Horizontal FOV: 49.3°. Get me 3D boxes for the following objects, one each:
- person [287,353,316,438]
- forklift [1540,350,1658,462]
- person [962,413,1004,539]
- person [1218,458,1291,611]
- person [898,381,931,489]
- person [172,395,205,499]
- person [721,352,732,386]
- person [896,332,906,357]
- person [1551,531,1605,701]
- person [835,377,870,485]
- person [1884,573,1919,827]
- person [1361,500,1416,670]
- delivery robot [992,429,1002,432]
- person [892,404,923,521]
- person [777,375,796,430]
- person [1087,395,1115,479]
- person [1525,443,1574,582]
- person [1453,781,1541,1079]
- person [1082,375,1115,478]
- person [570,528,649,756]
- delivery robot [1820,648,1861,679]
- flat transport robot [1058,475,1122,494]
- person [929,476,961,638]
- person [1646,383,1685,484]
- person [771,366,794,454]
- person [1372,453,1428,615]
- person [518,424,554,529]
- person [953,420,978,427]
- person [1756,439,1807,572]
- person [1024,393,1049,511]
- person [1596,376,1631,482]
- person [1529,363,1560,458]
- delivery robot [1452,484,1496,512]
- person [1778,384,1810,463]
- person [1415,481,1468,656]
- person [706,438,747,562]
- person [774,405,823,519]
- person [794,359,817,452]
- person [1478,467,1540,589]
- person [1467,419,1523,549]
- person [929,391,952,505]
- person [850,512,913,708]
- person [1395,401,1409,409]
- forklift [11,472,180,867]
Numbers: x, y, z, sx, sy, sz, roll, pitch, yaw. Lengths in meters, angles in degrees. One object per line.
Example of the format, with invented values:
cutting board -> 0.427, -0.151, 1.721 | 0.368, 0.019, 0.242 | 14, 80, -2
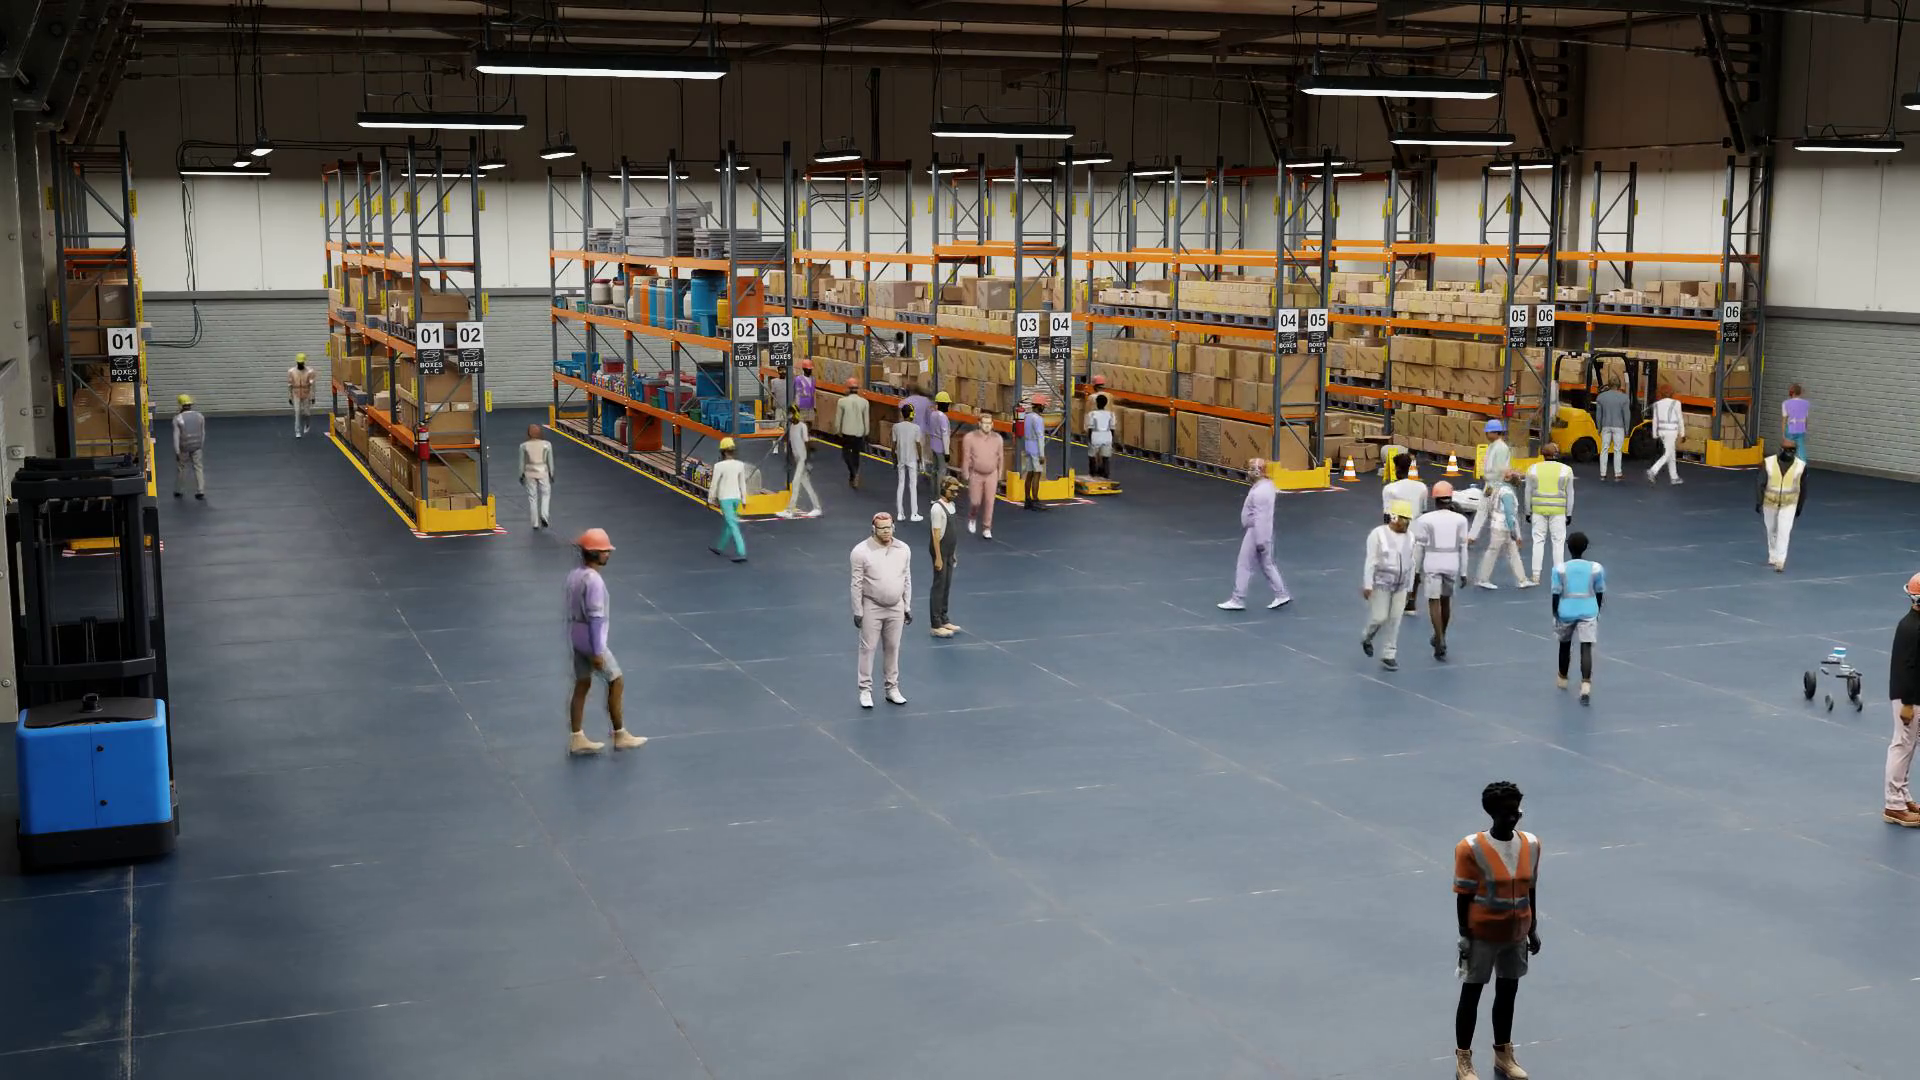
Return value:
person -> -14.632, -3.238, 46.592 | 0.587, 1.901, 0.709 | -2, 9, -12
forklift -> 12.897, -2.725, 42.309 | 2.313, 2.155, 1.214 | -3, 9, -21
person -> 0.346, -0.970, 31.466 | 0.666, 1.889, 0.461 | -2, 9, -11
person -> 3.635, -0.075, 25.560 | 0.842, 1.876, 0.643 | 3, 9, 21
person -> -0.817, -1.883, 37.439 | 0.664, 1.924, 0.429 | -4, 10, -27
person -> -13.272, -1.604, 36.021 | 0.600, 1.819, 0.634 | -7, 11, -41
person -> -5.995, -4.267, 53.720 | 0.678, 1.810, 0.598 | 1, 9, 5
person -> -1.605, -4.613, 55.839 | 1.007, 1.870, 0.590 | -6, 10, -33
person -> 6.139, 0.743, 20.833 | 0.525, 1.656, 0.890 | 2, 9, 12
person -> -1.918, -1.947, 37.725 | 0.606, 1.971, 0.854 | -3, 9, -19
person -> 7.519, 1.227, 16.475 | 0.395, 1.994, 0.612 | 6, 10, 34
person -> 4.536, 0.457, 22.234 | 0.617, 1.807, 0.545 | -3, 9, -18
delivery robot -> 0.814, -2.614, 46.694 | 0.477, 0.478, 0.707 | -2, 9, -16
person -> -0.837, -1.234, 33.317 | 0.528, 1.865, 0.313 | 3, 9, 20
person -> -3.875, -3.123, 46.728 | 0.498, 1.618, 0.341 | -3, 9, -22
person -> 2.497, -1.772, 37.533 | 0.547, 1.661, 0.755 | -2, 9, -16
person -> 7.755, -0.359, 27.577 | 0.624, 1.841, 0.430 | 4, 9, 23
person -> 2.923, 2.137, 11.400 | 0.533, 1.697, 0.319 | -3, 9, -19
person -> 2.549, -2.125, 39.112 | 0.566, 1.904, 0.829 | -4, 10, -27
person -> -3.127, 0.897, 18.588 | 0.824, 2.018, 0.637 | -4, 10, -27
delivery robot -> 8.636, 1.175, 20.571 | 0.335, 0.223, 0.698 | 2, 9, 10
flat transport robot -> 2.286, -0.988, 37.109 | 0.652, 0.197, 1.431 | -3, 9, -20
person -> -0.171, 0.175, 24.016 | 0.349, 1.837, 0.506 | 3, 9, 21
person -> 12.769, -1.916, 37.950 | 0.859, 1.844, 0.600 | -4, 10, -26
person -> -3.646, -2.709, 43.132 | 0.517, 1.873, 0.334 | -3, 9, -17
person -> 5.357, -0.095, 25.477 | 0.617, 1.929, 0.868 | -2, 9, -12
person -> -6.557, -0.981, 32.379 | 0.547, 1.625, 0.360 | -2, 9, -11
person -> 0.192, -3.568, 48.983 | 0.613, 1.830, 1.004 | -6, 10, -34
person -> 11.266, -0.507, 28.740 | 0.627, 1.792, 0.999 | 4, 9, 24
person -> 1.271, -1.463, 34.610 | 0.377, 1.932, 0.552 | -4, 9, -24
person -> 12.008, -2.049, 38.511 | 0.631, 1.940, 0.372 | 6, 10, 34
person -> 11.386, -2.462, 41.048 | 0.635, 1.999, 0.900 | -5, 10, -29
delivery robot -> 8.239, -0.654, 33.631 | 0.477, 0.478, 0.707 | -8, 12, -43
person -> 15.203, -1.955, 38.340 | 0.582, 1.799, 0.904 | -2, 9, -11
person -> 5.296, 0.307, 22.948 | 0.543, 1.906, 0.894 | 0, 9, -3
person -> -3.272, -0.570, 29.391 | 0.922, 1.717, 0.530 | 7, 11, 39
person -> -2.582, -1.265, 33.708 | 0.860, 1.817, 0.543 | -4, 9, -26
person -> -3.169, -2.790, 43.461 | 0.378, 1.932, 0.551 | 8, 12, 43
person -> 7.062, -0.142, 26.894 | 0.819, 1.589, 0.523 | 3, 9, 20
person -> 7.746, -0.800, 30.352 | 0.988, 1.897, 0.602 | -1, 9, -10
person -> -0.308, -1.523, 35.034 | 0.367, 1.926, 0.594 | -4, 9, -23
person -> -0.747, 0.673, 20.467 | 0.642, 1.909, 0.399 | -4, 10, -26
person -> 10.212, -3.426, 48.376 | 0.483, 1.737, 0.320 | 8, 12, 42
forklift -> -6.630, 0.886, 15.957 | 1.129, 2.768, 1.873 | -3, 9, -21
